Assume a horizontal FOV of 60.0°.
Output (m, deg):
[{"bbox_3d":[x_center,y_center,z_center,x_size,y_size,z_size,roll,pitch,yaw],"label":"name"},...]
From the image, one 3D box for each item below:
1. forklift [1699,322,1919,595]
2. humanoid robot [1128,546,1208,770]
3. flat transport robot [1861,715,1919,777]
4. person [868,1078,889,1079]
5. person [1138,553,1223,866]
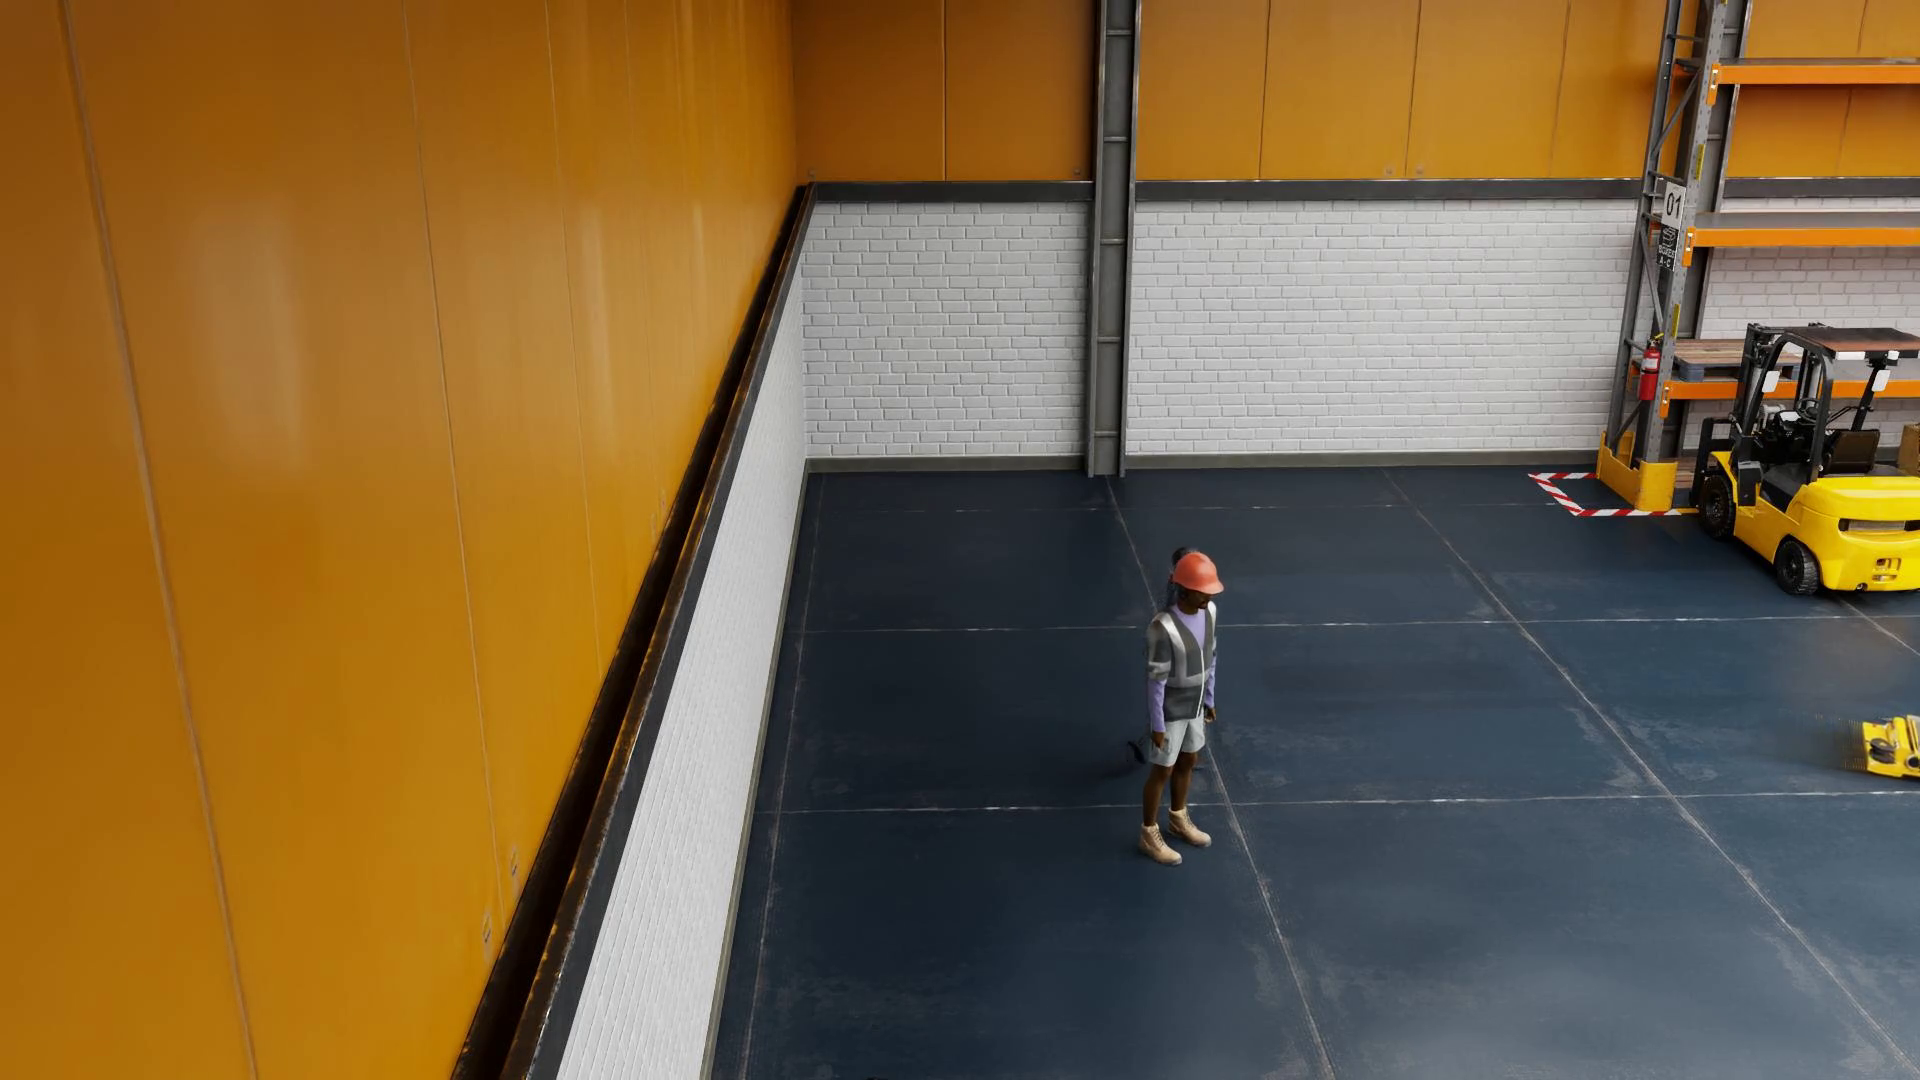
[{"bbox_3d":[7.809,-0.792,14.926,1.214,2.155,2.313,-1,20,-2],"label":"forklift"},{"bbox_3d":[1.456,0.833,11.274,0.548,1.638,0.585,-8,22,-20],"label":"humanoid robot"},{"bbox_3d":[7.036,1.514,11.448,1.431,0.231,0.659,9,22,22],"label":"flat transport robot"},{"bbox_3d":[-0.273,2.713,6.146,0.322,1.688,0.528,-2,20,-5],"label":"person"},{"bbox_3d":[1.386,1.029,10.230,0.413,2.035,0.601,18,27,40],"label":"person"}]
